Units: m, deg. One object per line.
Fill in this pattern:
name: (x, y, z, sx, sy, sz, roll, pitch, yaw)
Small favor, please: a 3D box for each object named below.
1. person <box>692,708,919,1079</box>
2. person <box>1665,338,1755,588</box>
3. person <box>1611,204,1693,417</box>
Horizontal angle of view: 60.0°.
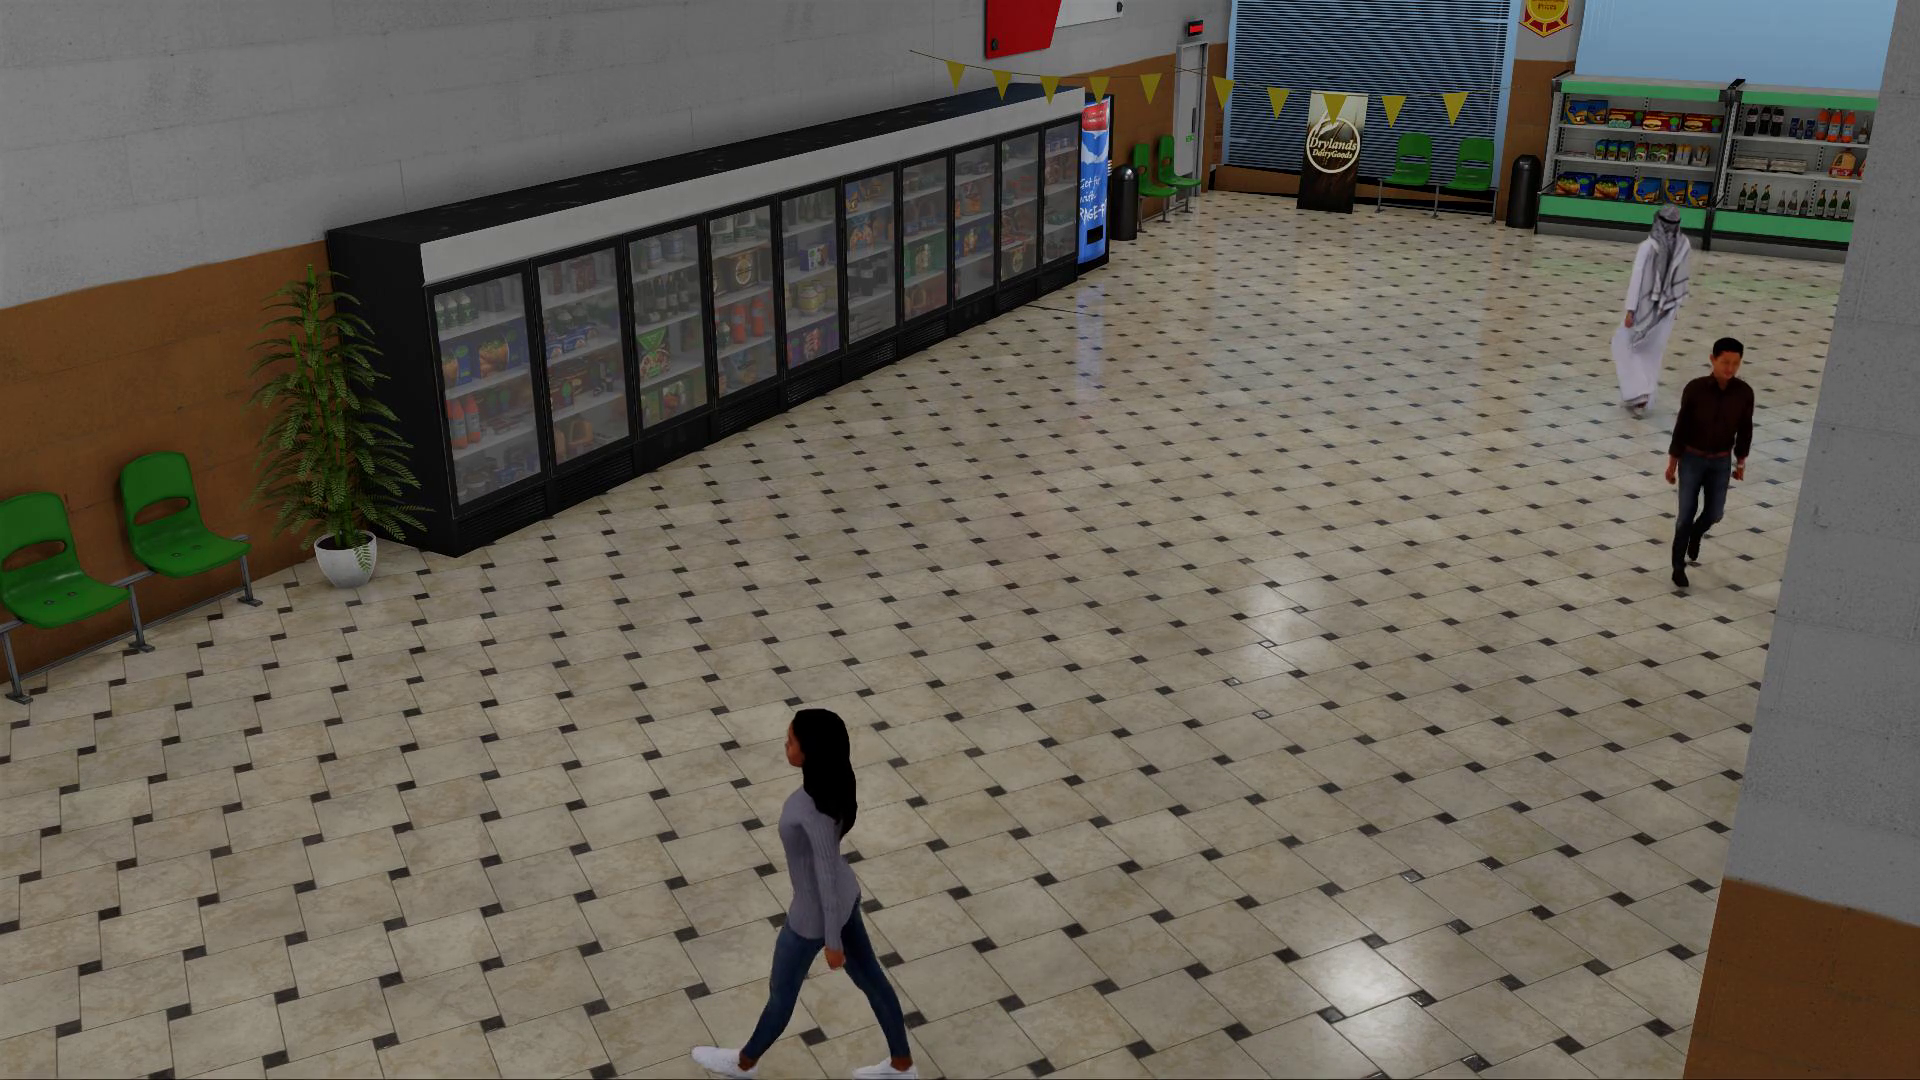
person: (-0.425, 1.469, 6.499, 1.230, 1.686, 0.953, 2, 22, 5)
person: (5.115, -0.562, 11.454, 0.859, 1.760, 0.872, 6, 23, 14)
person: (6.243, -2.026, 14.888, 0.899, 1.916, 0.962, -3, 22, -7)
